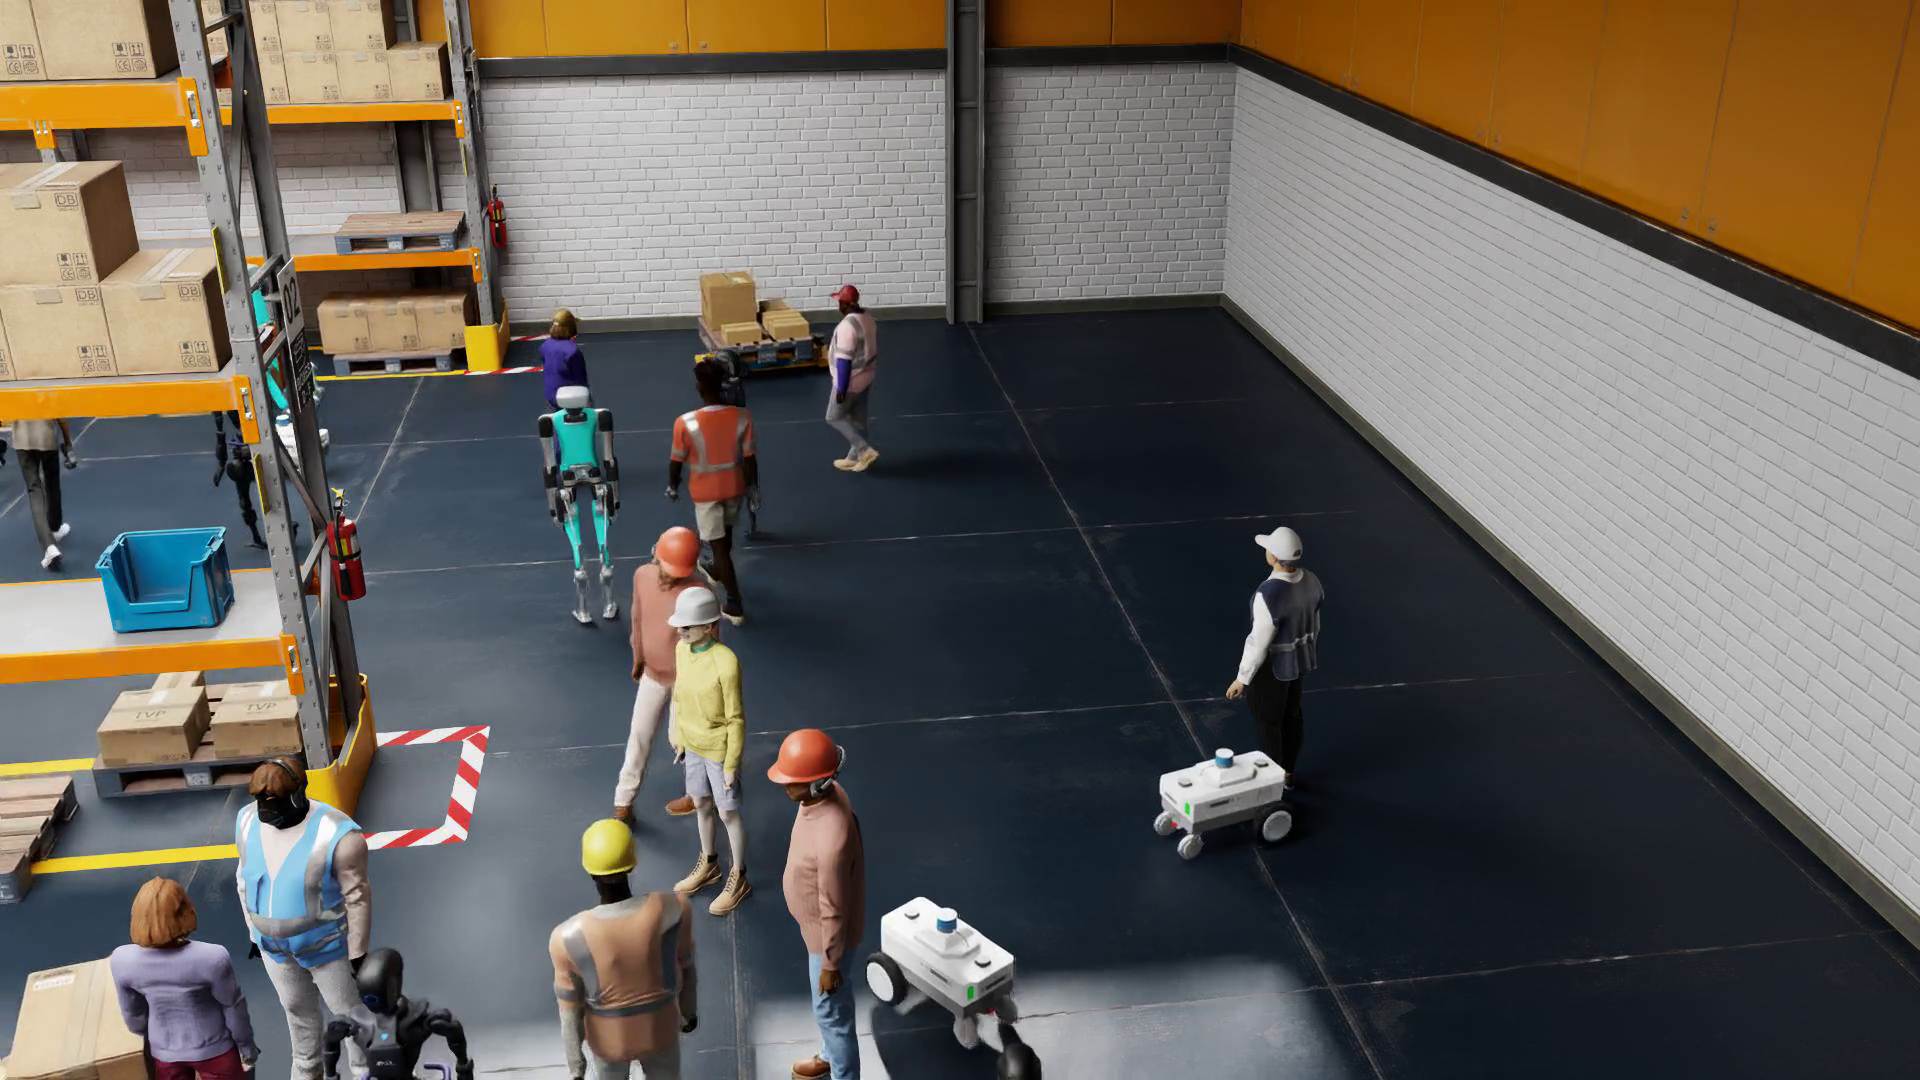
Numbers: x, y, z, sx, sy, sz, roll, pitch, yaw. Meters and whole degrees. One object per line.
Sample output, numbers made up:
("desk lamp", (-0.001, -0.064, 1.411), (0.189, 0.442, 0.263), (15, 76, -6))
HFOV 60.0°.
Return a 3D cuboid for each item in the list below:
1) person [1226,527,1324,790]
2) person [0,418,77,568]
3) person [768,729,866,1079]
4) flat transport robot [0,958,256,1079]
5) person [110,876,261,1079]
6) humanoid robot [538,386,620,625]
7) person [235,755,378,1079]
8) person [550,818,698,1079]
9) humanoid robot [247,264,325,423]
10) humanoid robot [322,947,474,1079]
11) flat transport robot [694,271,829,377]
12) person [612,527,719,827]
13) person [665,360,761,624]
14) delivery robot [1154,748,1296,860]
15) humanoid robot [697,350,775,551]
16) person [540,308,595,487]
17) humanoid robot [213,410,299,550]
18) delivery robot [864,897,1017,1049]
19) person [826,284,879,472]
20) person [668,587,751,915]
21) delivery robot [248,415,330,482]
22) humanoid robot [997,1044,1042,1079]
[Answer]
("person", (1.878, 0.745, 9.844), (0.762, 1.759, 0.432), (-21, 31, -39))
("person", (-7.311, -0.722, 13.122), (0.595, 1.814, 0.949), (-9, 25, -19))
("person", (-0.615, 1.708, 7.379), (0.401, 1.986, 0.615), (-4, 24, -9))
("flat transport robot", (-3.887, 2.701, 7.242), (1.431, 0.231, 0.659), (13, 27, 27))
("person", (-3.171, 2.103, 6.900), (0.496, 1.635, 0.288), (-1, 24, -2))
("humanoid robot", (-2.685, -0.207, 11.951), (0.530, 1.722, 0.711), (-7, 25, -16))
("person", (-2.900, 1.778, 7.390), (0.623, 1.844, 0.429), (5, 24, 12))
("person", (-1.326, 2.023, 6.770), (0.585, 1.898, 0.830), (-7, 25, -17))
("humanoid robot", (-6.232, -1.645, 15.368), (0.842, 1.795, 0.530), (4, 24, 9))
("humanoid robot", (-2.144, 2.289, 6.426), (0.615, 1.647, 0.401), (-3, 24, -7))
("flat transport robot", (-2.096, -1.987, 17.923), (1.431, 0.231, 0.659), (-8, 25, -17))
("person", (-1.711, 0.811, 9.492), (0.681, 1.927, 0.705), (17, 29, 34))
("person", (-1.827, -0.402, 12.271), (0.608, 1.909, 0.999), (-15, 28, -31))
("delivery robot", (1.516, 1.483, 9.639), (0.751, 0.576, 0.499), (-10, 26, -22))
("humanoid robot", (-1.853, -0.737, 13.332), (0.589, 1.643, 0.601), (5, 24, 11))
("person", (-3.408, -1.239, 14.541), (0.453, 1.606, 0.385), (20, 31, 38))
("humanoid robot", (-5.648, -0.678, 13.204), (0.478, 1.643, 0.612), (11, 26, 24))
("delivery robot", (-0.080, 2.104, 8.269), (0.499, 0.611, 0.812), (-21, 31, -39))
("person", (-0.963, -1.409, 14.773), (0.429, 1.742, 0.646), (9, 25, 20))
("person", (-1.331, 1.103, 8.871), (0.473, 1.891, 0.385), (18, 29, 35))
("delivery robot", (-6.052, -0.822, 14.912), (0.765, 0.594, 0.513), (5, 24, 12))
("humanoid robot", (0.217, 2.490, 6.019), (0.612, 1.620, 0.773), (-6, 24, -13))
